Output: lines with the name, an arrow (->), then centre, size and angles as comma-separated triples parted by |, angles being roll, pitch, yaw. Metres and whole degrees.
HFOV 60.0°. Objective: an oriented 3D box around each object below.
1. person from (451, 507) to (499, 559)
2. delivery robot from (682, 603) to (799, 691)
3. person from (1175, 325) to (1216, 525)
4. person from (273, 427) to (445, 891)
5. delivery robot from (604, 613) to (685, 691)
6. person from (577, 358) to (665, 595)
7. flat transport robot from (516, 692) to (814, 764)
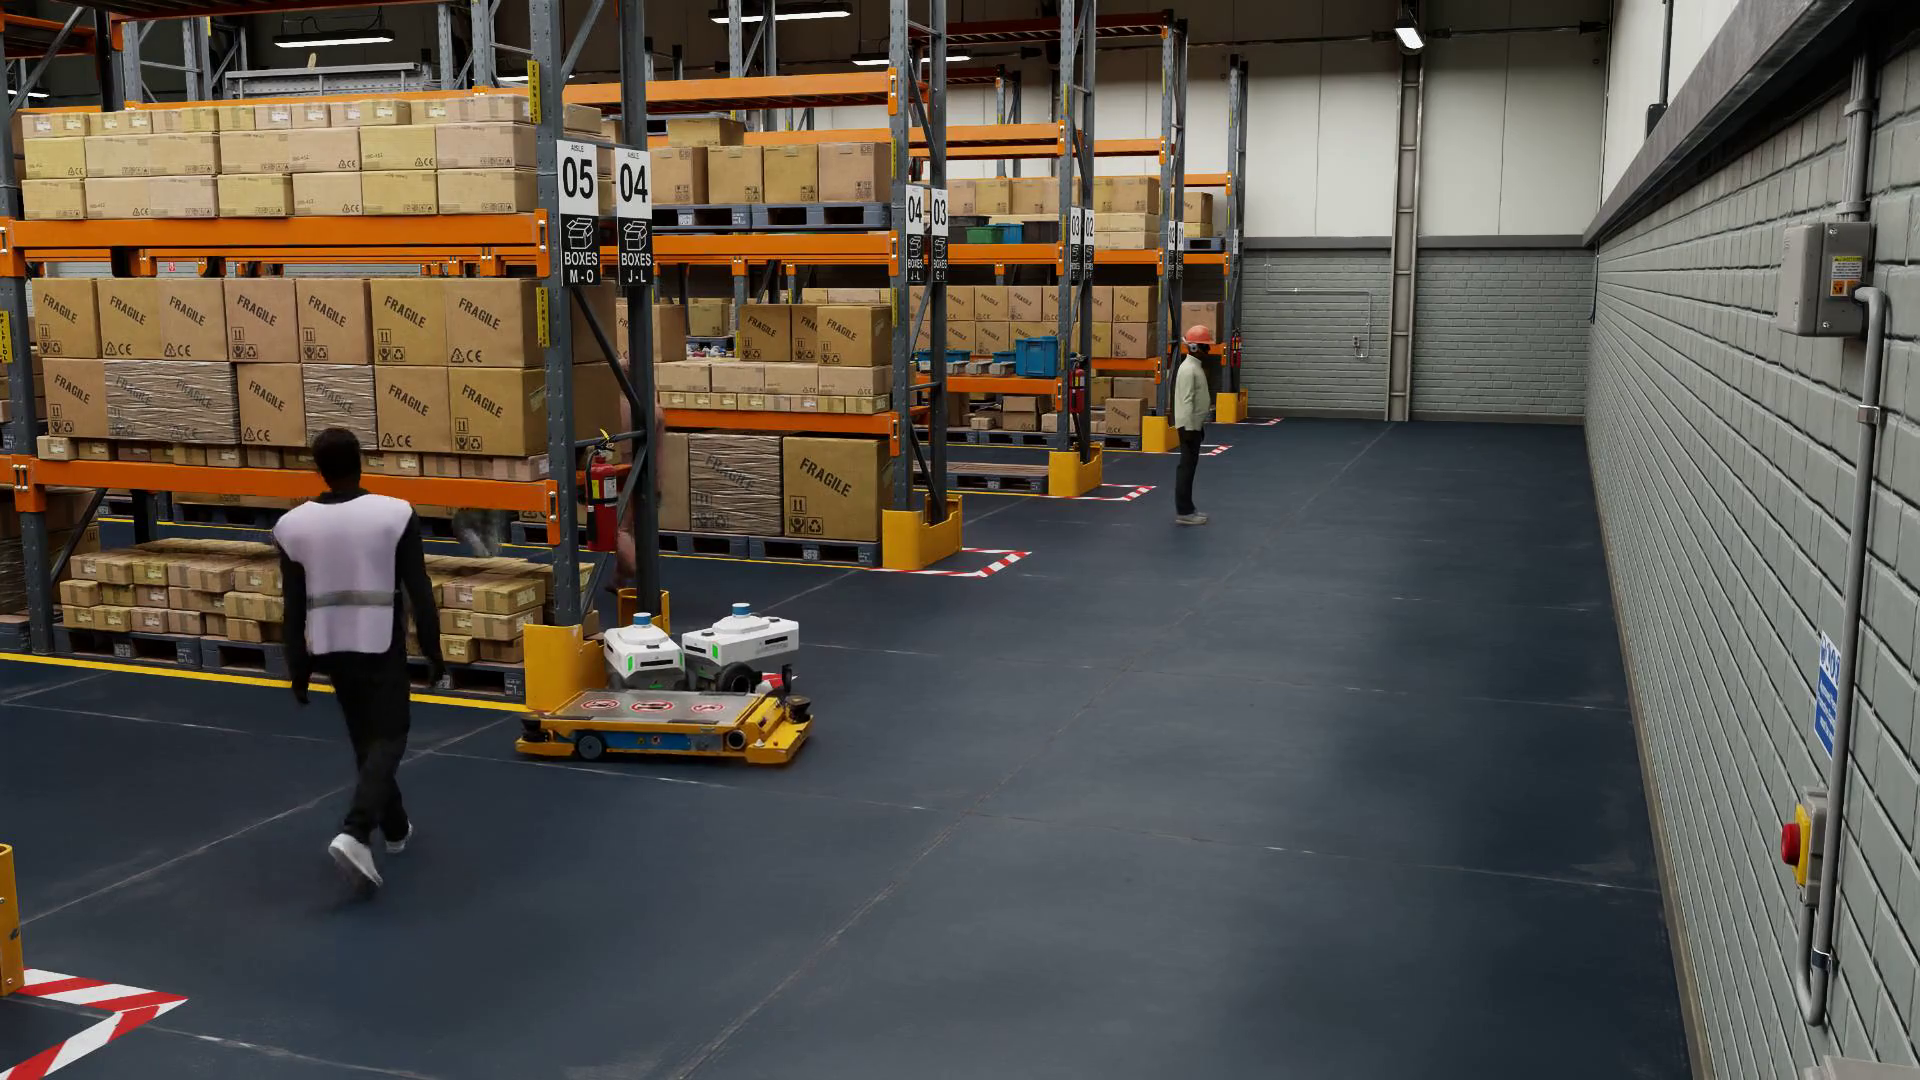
person -> -3.731, -0.411, 12.867 | 0.431, 1.727, 0.503 | 5, 11, 30
delivery robot -> -1.286, 0.616, 9.809 | 0.477, 0.478, 0.707 | 8, 12, 41
person -> 2.346, -1.150, 16.670 | 0.402, 1.987, 0.609 | 2, 9, 14
person -> -2.509, 0.475, 6.904 | 0.641, 1.869, 0.876 | 0, 9, 2
delivery robot -> -1.816, 0.660, 9.534 | 0.477, 0.478, 0.707 | -4, 10, -23
person -> -2.537, -0.442, 12.611 | 0.650, 1.874, 0.909 | -8, 12, -42
flat transport robot -> -1.538, 0.970, 8.775 | 1.431, 0.197, 0.652 | 1, 9, 7
